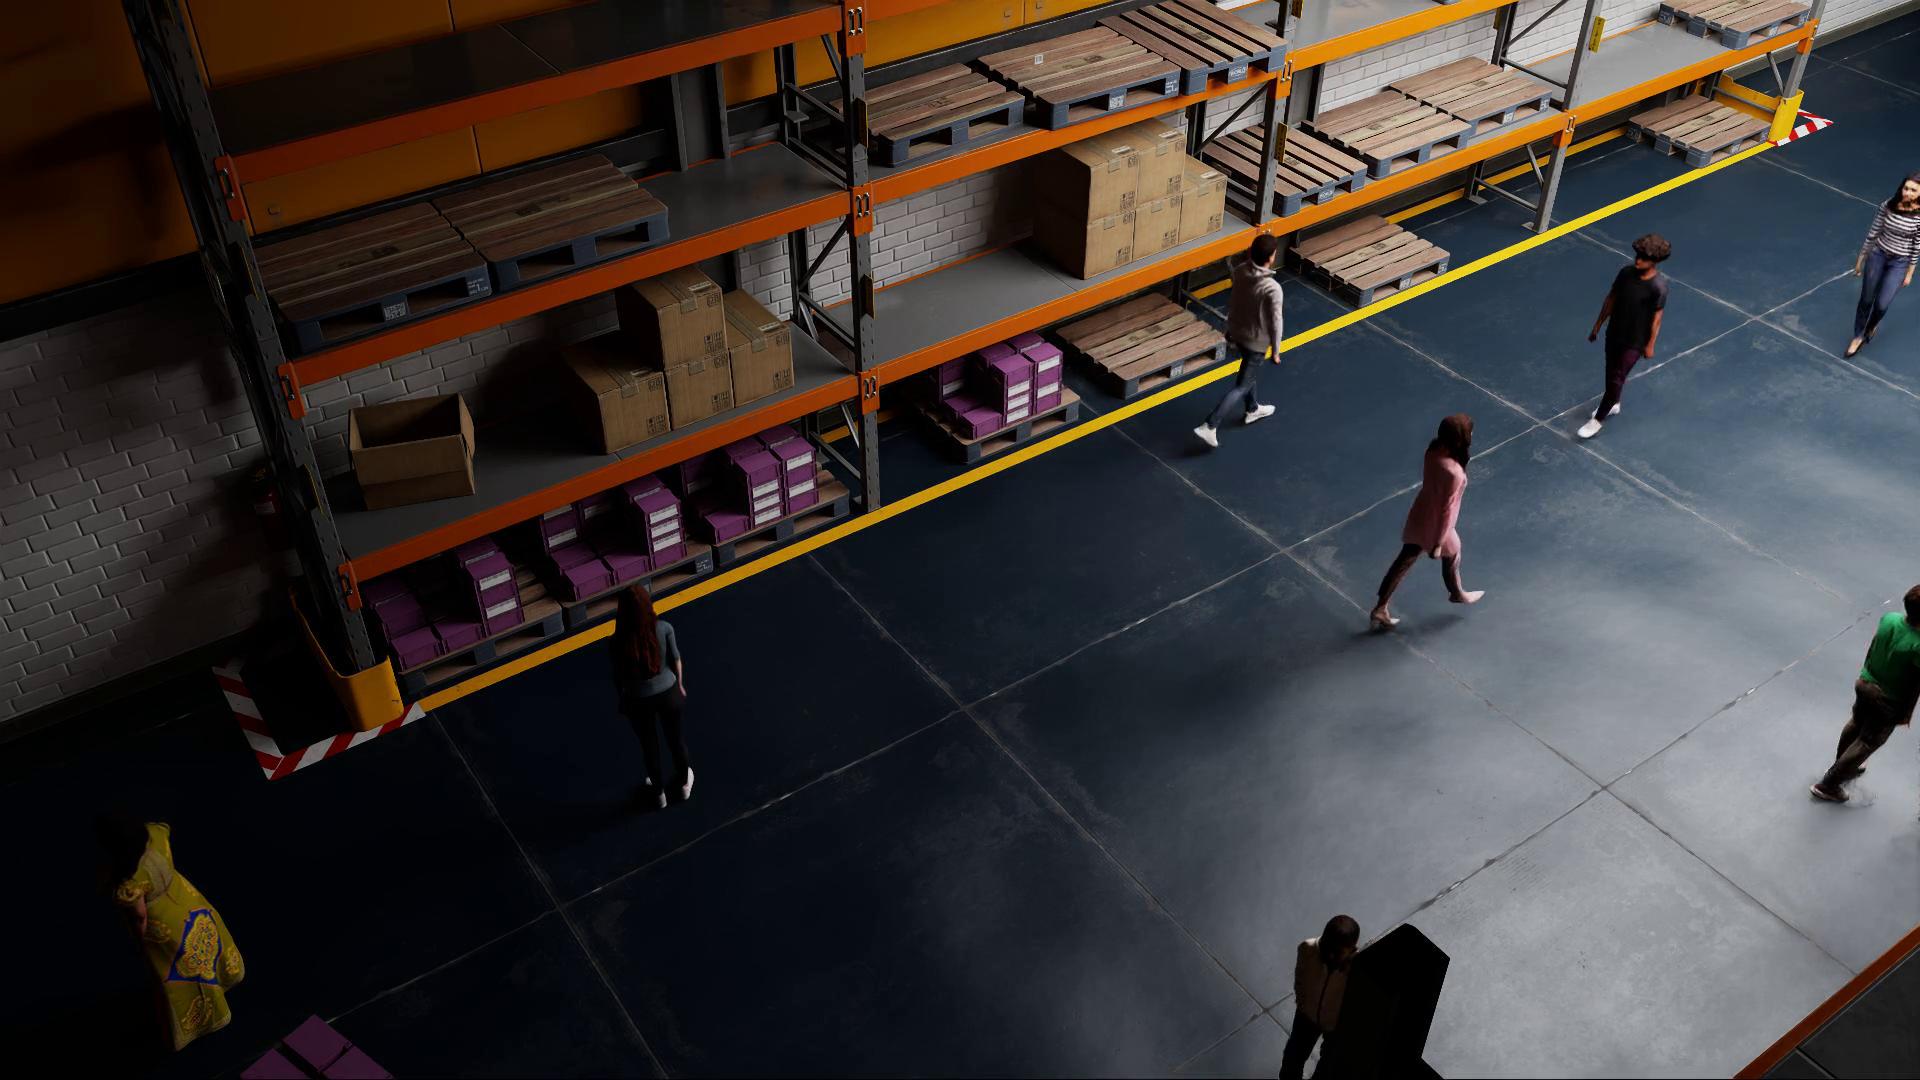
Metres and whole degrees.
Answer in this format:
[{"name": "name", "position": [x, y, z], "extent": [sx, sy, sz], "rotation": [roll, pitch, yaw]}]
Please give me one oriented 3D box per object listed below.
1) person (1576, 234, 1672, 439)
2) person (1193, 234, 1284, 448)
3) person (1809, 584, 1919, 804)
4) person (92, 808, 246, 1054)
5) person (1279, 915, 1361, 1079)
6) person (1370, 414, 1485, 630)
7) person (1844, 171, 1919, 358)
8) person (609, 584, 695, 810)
[{"name": "person", "position": [5.524, -1.715, 13.611], "extent": [0.916, 1.761, 0.682], "rotation": [-18, 42, -21]}, {"name": "person", "position": [2.262, -1.575, 13.388], "extent": [1.195, 1.819, 0.693], "rotation": [-22, 44, -25]}, {"name": "person", "position": [5.744, 0.938, 10.361], "extent": [0.849, 1.670, 0.752], "rotation": [-2, 39, -3]}, {"name": "person", "position": [-4.319, 2.036, 8.995], "extent": [1.030, 1.660, 0.999], "rotation": [2, 39, 2]}, {"name": "person", "position": [1.958, 2.415, 8.700], "extent": [0.747, 1.434, 0.873], "rotation": [21, 43, 25]}, {"name": "person", "position": [3.193, -0.073, 11.561], "extent": [1.204, 1.752, 0.873], "rotation": [-11, 40, -14]}, {"name": "person", "position": [8.074, -2.389, 14.441], "extent": [0.672, 1.777, 0.731], "rotation": [30, 48, 32]}, {"name": "person", "position": [-1.895, 0.975, 10.256], "extent": [0.569, 1.742, 0.699], "rotation": [-11, 40, -14]}]
